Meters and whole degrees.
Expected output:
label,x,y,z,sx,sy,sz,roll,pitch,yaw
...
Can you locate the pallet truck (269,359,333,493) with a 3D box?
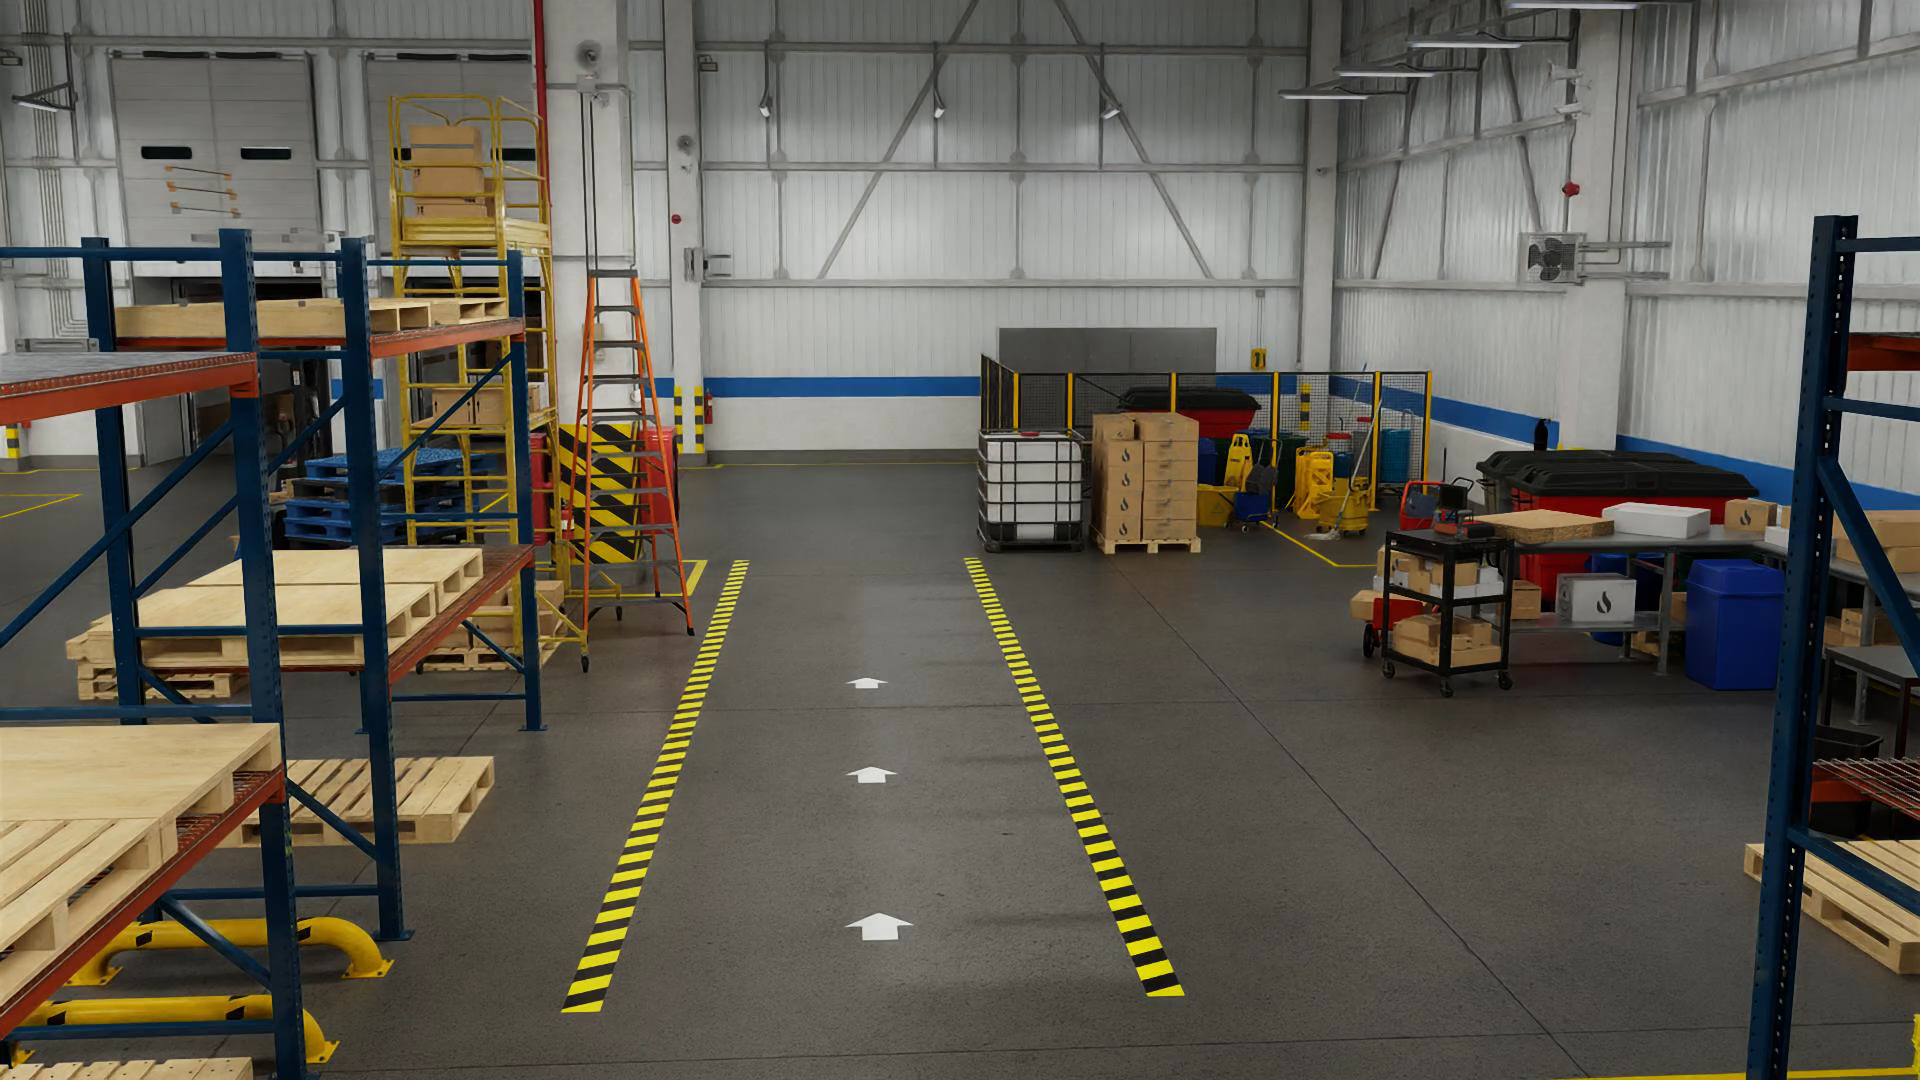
label,x,y,z,sx,sy,sz,roll,pitch,yaw
pallet truck,-7.062,-1.131,18.996,1.885,1.965,0.823,2,9,13
